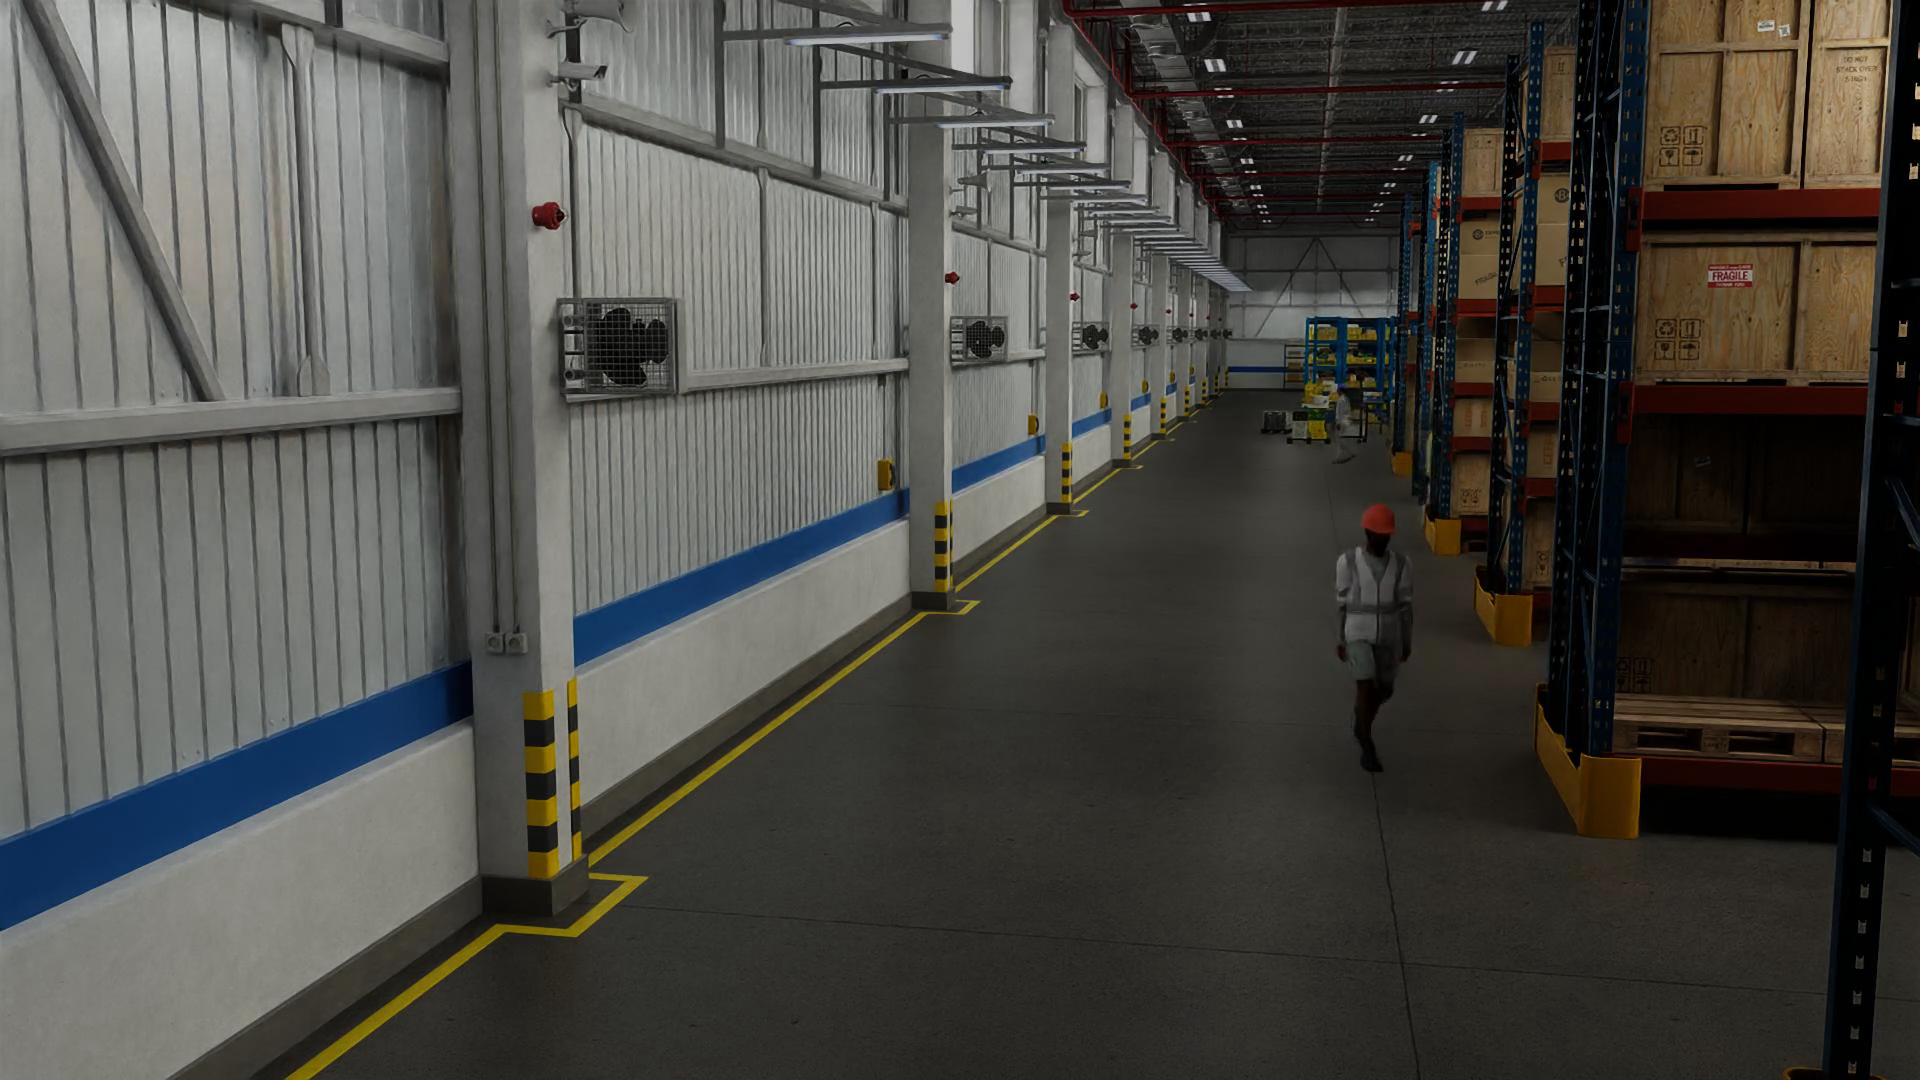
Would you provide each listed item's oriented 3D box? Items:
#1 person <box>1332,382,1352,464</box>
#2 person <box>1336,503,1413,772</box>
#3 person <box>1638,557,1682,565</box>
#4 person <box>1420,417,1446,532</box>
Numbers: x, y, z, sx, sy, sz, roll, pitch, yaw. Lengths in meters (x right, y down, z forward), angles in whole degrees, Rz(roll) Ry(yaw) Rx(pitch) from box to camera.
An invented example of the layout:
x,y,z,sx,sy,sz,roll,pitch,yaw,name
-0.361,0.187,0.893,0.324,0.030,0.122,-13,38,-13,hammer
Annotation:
x,y,z,sx,sy,sz,roll,pitch,yaw,name
9.035,-2.753,39.259,0.399,1.922,0.718,3,8,24,person
2.958,0.661,11.974,0.547,1.909,0.739,0,7,-2,person
5.684,0.441,13.659,0.641,1.923,0.645,1,7,10,person
7.539,-1.017,25.808,0.837,1.797,0.667,-1,7,-8,person
